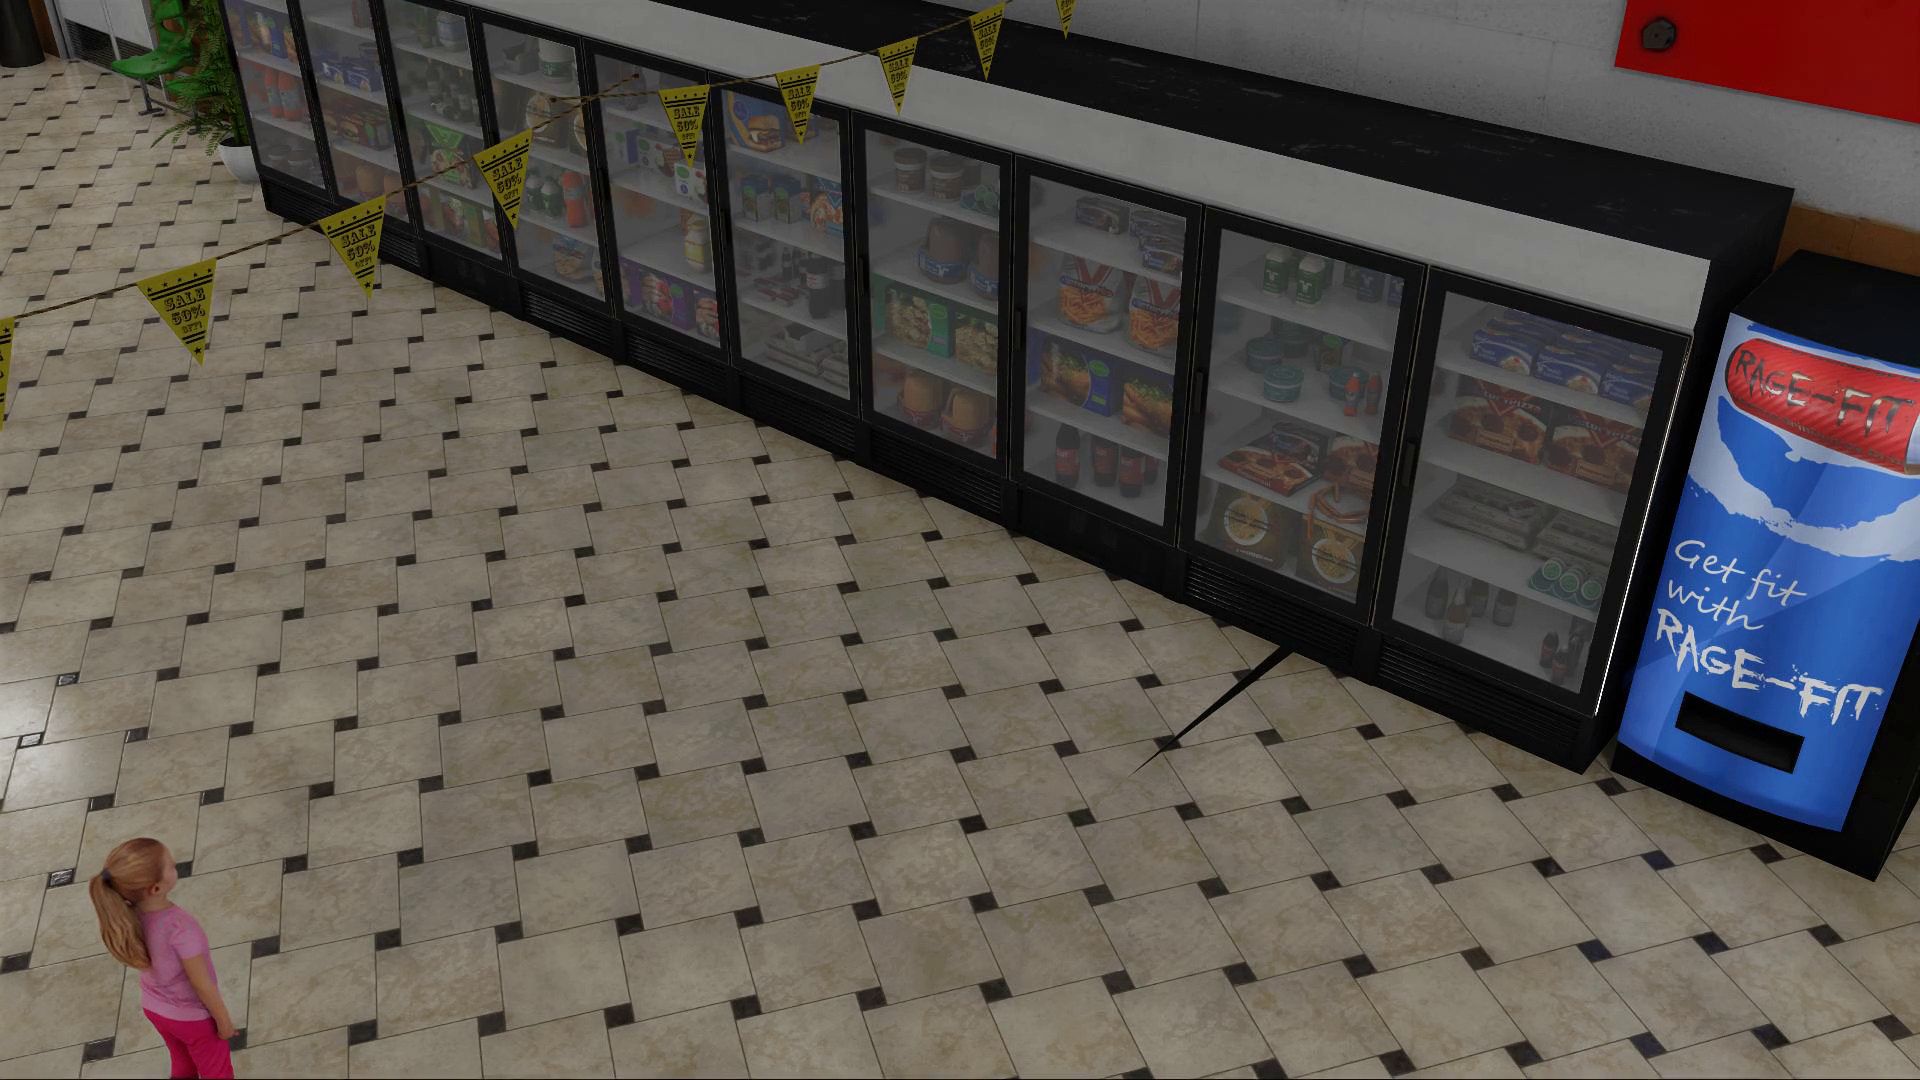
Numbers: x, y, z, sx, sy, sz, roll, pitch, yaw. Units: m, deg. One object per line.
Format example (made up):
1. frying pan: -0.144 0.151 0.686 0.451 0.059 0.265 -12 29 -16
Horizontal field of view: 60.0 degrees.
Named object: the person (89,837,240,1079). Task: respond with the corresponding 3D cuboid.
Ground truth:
1. person: -2.366 1.407 5.051 0.508 1.272 0.536 17 36 25
